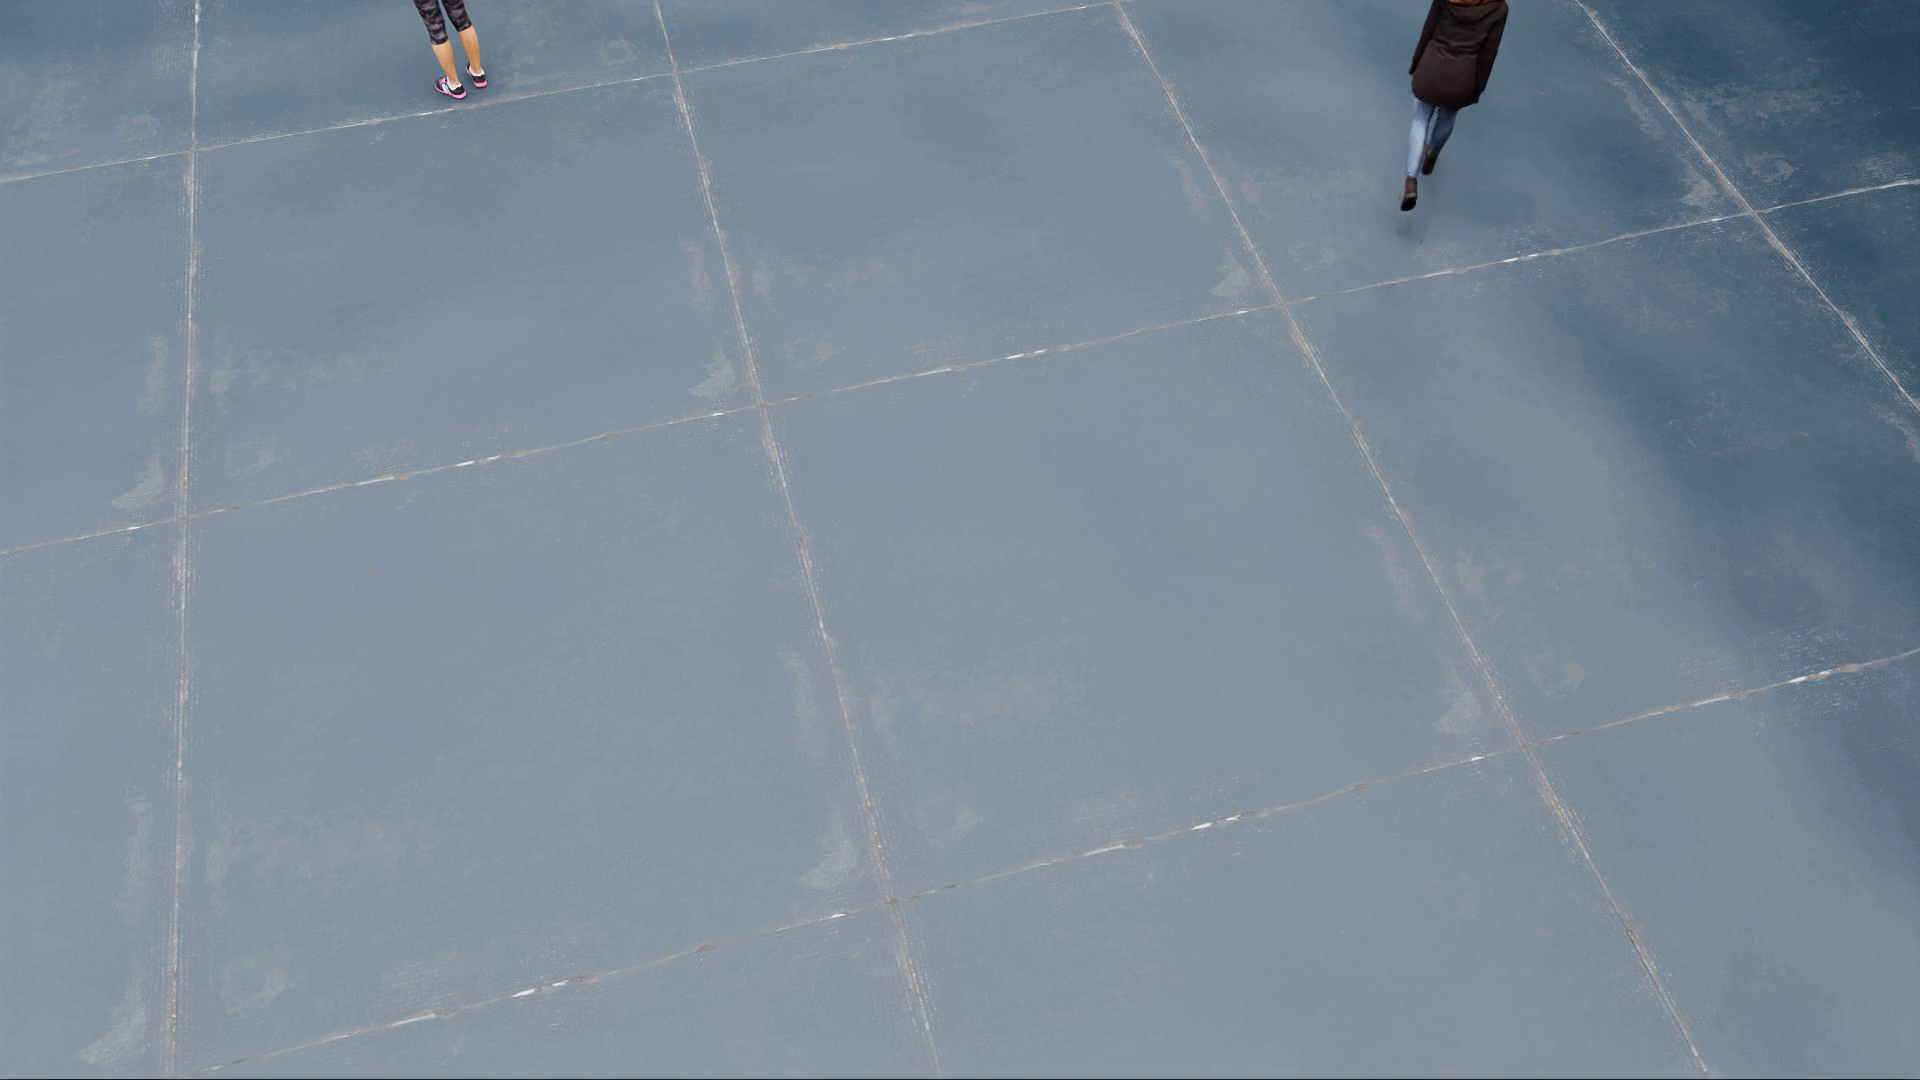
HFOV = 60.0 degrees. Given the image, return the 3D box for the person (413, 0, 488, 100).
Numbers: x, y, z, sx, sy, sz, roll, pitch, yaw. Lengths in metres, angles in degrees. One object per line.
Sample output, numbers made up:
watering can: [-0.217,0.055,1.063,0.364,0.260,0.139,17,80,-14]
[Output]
person: [-3.181,-3.435,9.964,0.653,1.730,0.662,-34,59,-23]

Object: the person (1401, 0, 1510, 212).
person: [2.741,-2.586,9.385,0.912,1.607,1.089,14,54,11]
